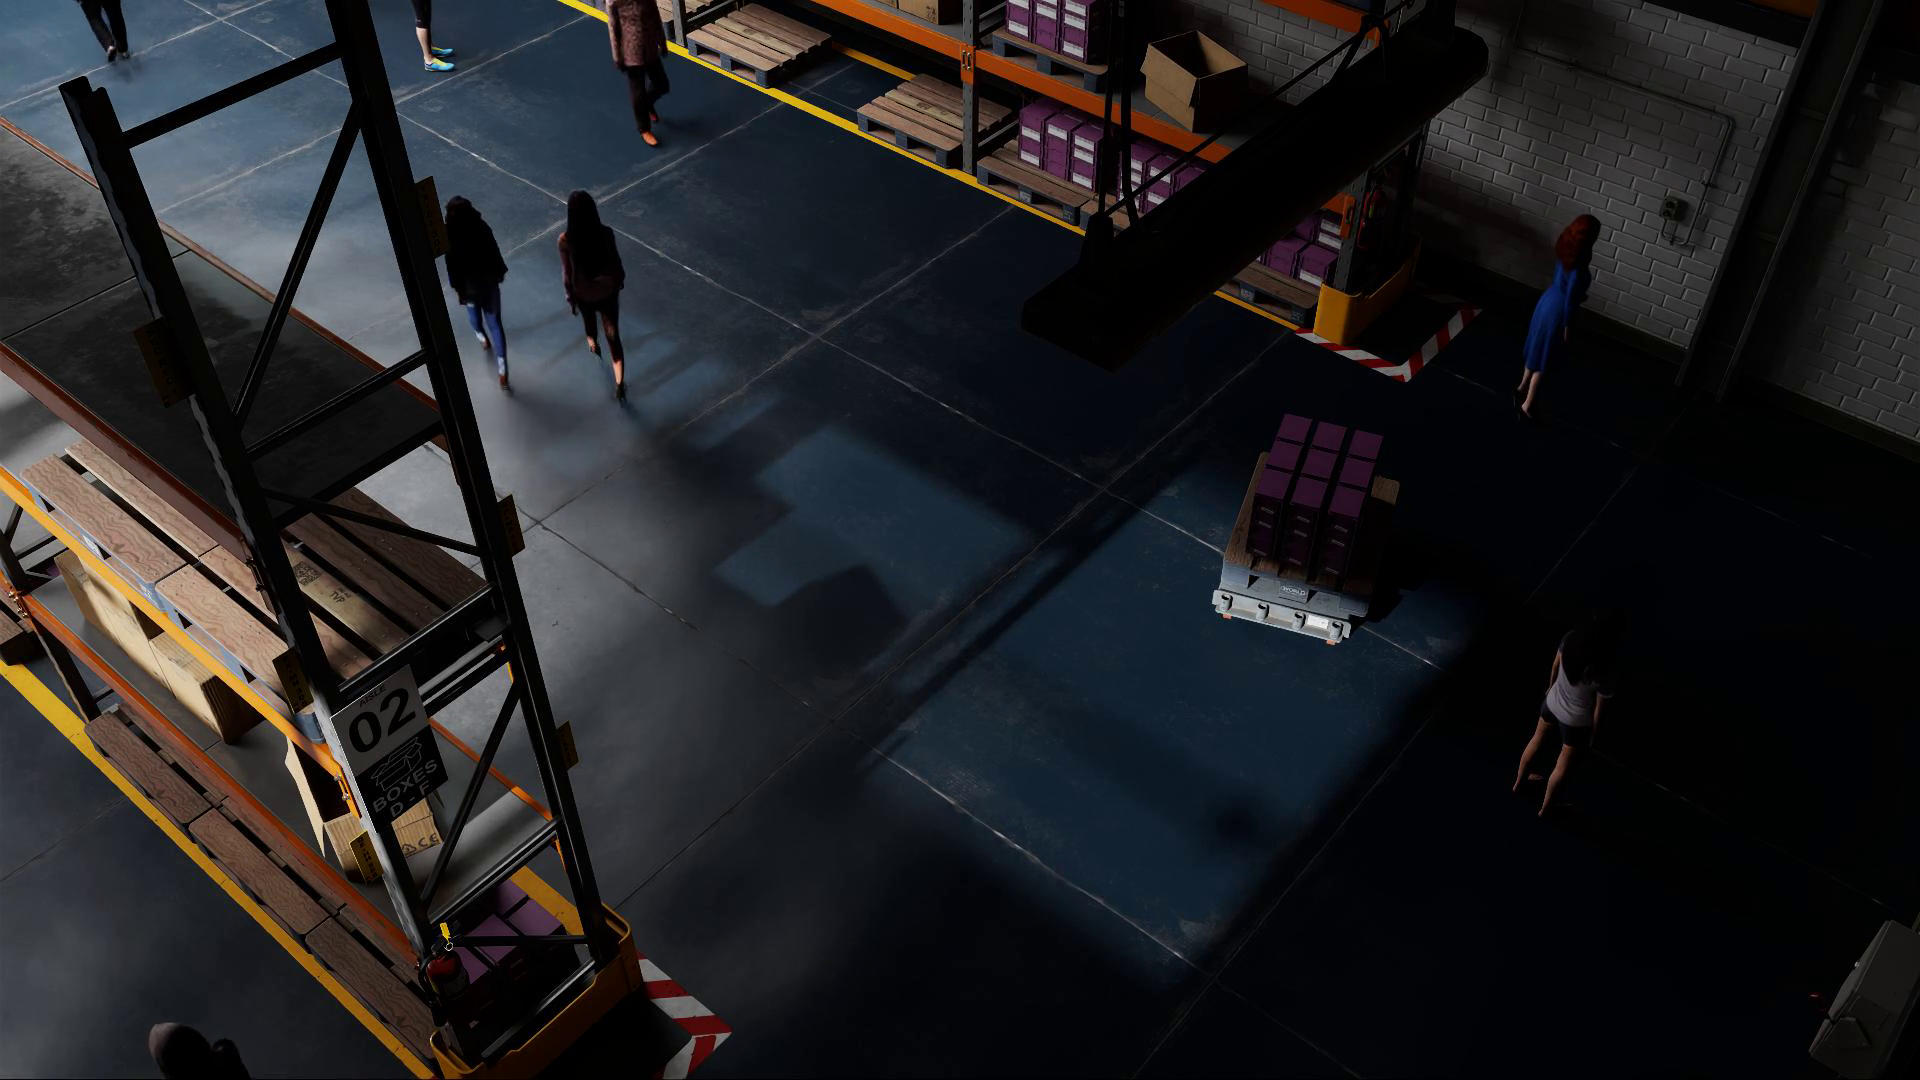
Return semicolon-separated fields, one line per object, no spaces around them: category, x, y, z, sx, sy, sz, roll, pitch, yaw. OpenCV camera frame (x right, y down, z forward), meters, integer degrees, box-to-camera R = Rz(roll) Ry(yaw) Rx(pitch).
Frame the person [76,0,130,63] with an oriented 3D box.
person;-8.817;-5.628;16.993;0.809;1.583;0.895;-22;48;-21

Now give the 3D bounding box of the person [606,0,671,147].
person;-3.087;-4.689;15.859;0.811;1.788;0.894;-26;49;-25

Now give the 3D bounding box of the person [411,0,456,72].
person;-5.515;-5.706;16.854;0.816;1.888;0.720;-9;44;-10

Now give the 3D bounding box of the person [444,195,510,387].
person;-3.773;-1.950;13.140;0.913;1.573;1.142;-18;47;-18

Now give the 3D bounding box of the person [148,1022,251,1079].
person;-3.420;2.862;7.980;0.971;1.722;0.666;20;47;20

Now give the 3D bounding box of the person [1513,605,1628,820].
person;3.656;1.007;9.939;0.727;1.706;0.594;-18;47;-18

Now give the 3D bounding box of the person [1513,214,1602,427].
person;4.523;-1.681;12.671;0.735;1.830;0.698;3;44;4

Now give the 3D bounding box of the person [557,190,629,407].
person;-2.778;-1.822;12.862;0.987;1.771;1.173;-15;46;-15
